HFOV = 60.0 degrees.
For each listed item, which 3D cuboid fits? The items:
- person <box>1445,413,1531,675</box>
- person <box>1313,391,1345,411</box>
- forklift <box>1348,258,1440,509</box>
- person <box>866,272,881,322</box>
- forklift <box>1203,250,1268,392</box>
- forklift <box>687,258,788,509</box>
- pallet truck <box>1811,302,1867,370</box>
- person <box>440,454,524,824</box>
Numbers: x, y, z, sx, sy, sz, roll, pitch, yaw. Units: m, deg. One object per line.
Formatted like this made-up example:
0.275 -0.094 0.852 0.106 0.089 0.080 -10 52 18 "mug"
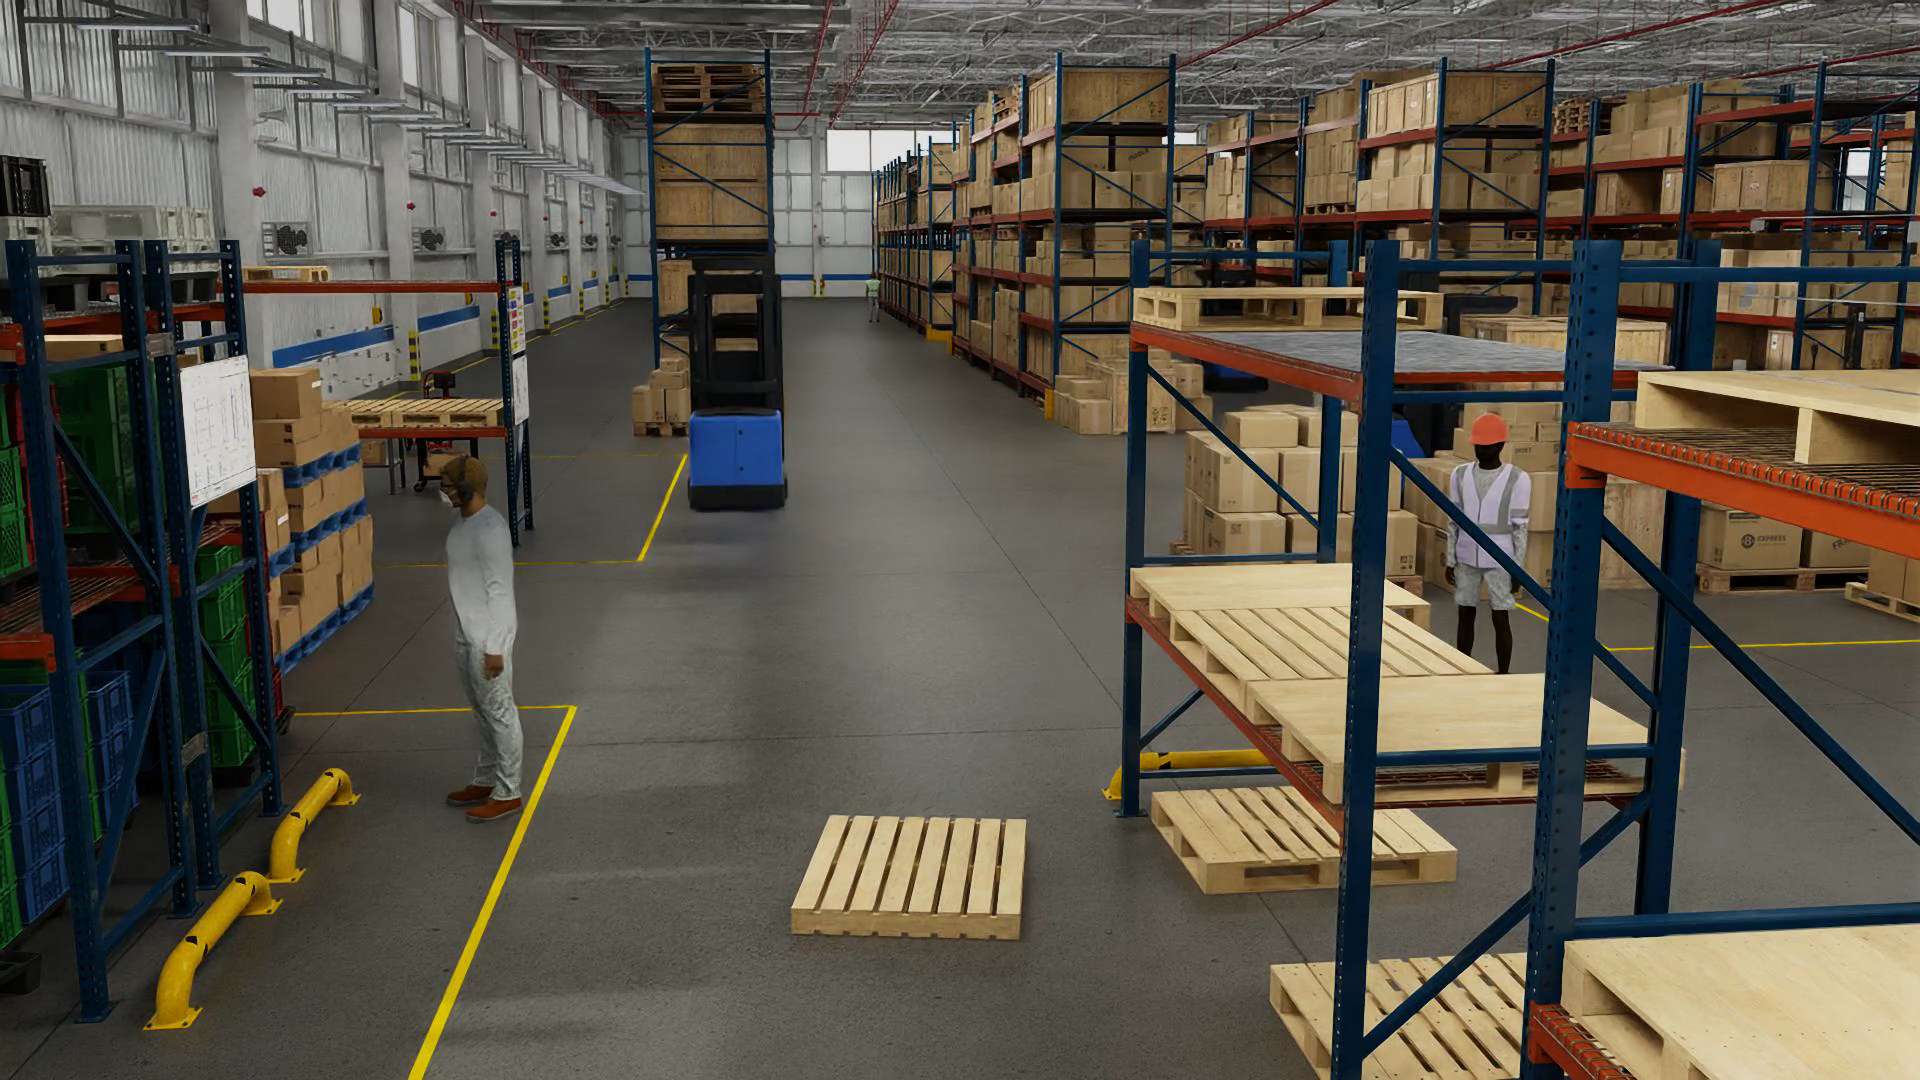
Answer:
3.426 0.128 10.879 0.543 1.928 0.400 8 13 39 "person"
6.161 -2.804 27.953 0.523 1.620 0.588 -9 14 -41 "person"
4.932 -1.725 18.490 1.873 2.768 1.129 -1 10 -7 "forklift"
-3.212 -9.014 61.747 0.571 1.843 0.373 -2 10 -9 "person"
5.514 -4.453 33.610 1.129 2.768 1.873 -1 10 -6 "forklift"
-2.586 -1.853 19.199 1.129 2.768 1.873 -1 10 -6 "forklift"
15.846 -3.142 28.793 1.885 1.965 0.823 2 10 12 "pallet truck"
-2.511 0.511 8.724 0.378 1.937 0.628 -6 12 -30 "person"
